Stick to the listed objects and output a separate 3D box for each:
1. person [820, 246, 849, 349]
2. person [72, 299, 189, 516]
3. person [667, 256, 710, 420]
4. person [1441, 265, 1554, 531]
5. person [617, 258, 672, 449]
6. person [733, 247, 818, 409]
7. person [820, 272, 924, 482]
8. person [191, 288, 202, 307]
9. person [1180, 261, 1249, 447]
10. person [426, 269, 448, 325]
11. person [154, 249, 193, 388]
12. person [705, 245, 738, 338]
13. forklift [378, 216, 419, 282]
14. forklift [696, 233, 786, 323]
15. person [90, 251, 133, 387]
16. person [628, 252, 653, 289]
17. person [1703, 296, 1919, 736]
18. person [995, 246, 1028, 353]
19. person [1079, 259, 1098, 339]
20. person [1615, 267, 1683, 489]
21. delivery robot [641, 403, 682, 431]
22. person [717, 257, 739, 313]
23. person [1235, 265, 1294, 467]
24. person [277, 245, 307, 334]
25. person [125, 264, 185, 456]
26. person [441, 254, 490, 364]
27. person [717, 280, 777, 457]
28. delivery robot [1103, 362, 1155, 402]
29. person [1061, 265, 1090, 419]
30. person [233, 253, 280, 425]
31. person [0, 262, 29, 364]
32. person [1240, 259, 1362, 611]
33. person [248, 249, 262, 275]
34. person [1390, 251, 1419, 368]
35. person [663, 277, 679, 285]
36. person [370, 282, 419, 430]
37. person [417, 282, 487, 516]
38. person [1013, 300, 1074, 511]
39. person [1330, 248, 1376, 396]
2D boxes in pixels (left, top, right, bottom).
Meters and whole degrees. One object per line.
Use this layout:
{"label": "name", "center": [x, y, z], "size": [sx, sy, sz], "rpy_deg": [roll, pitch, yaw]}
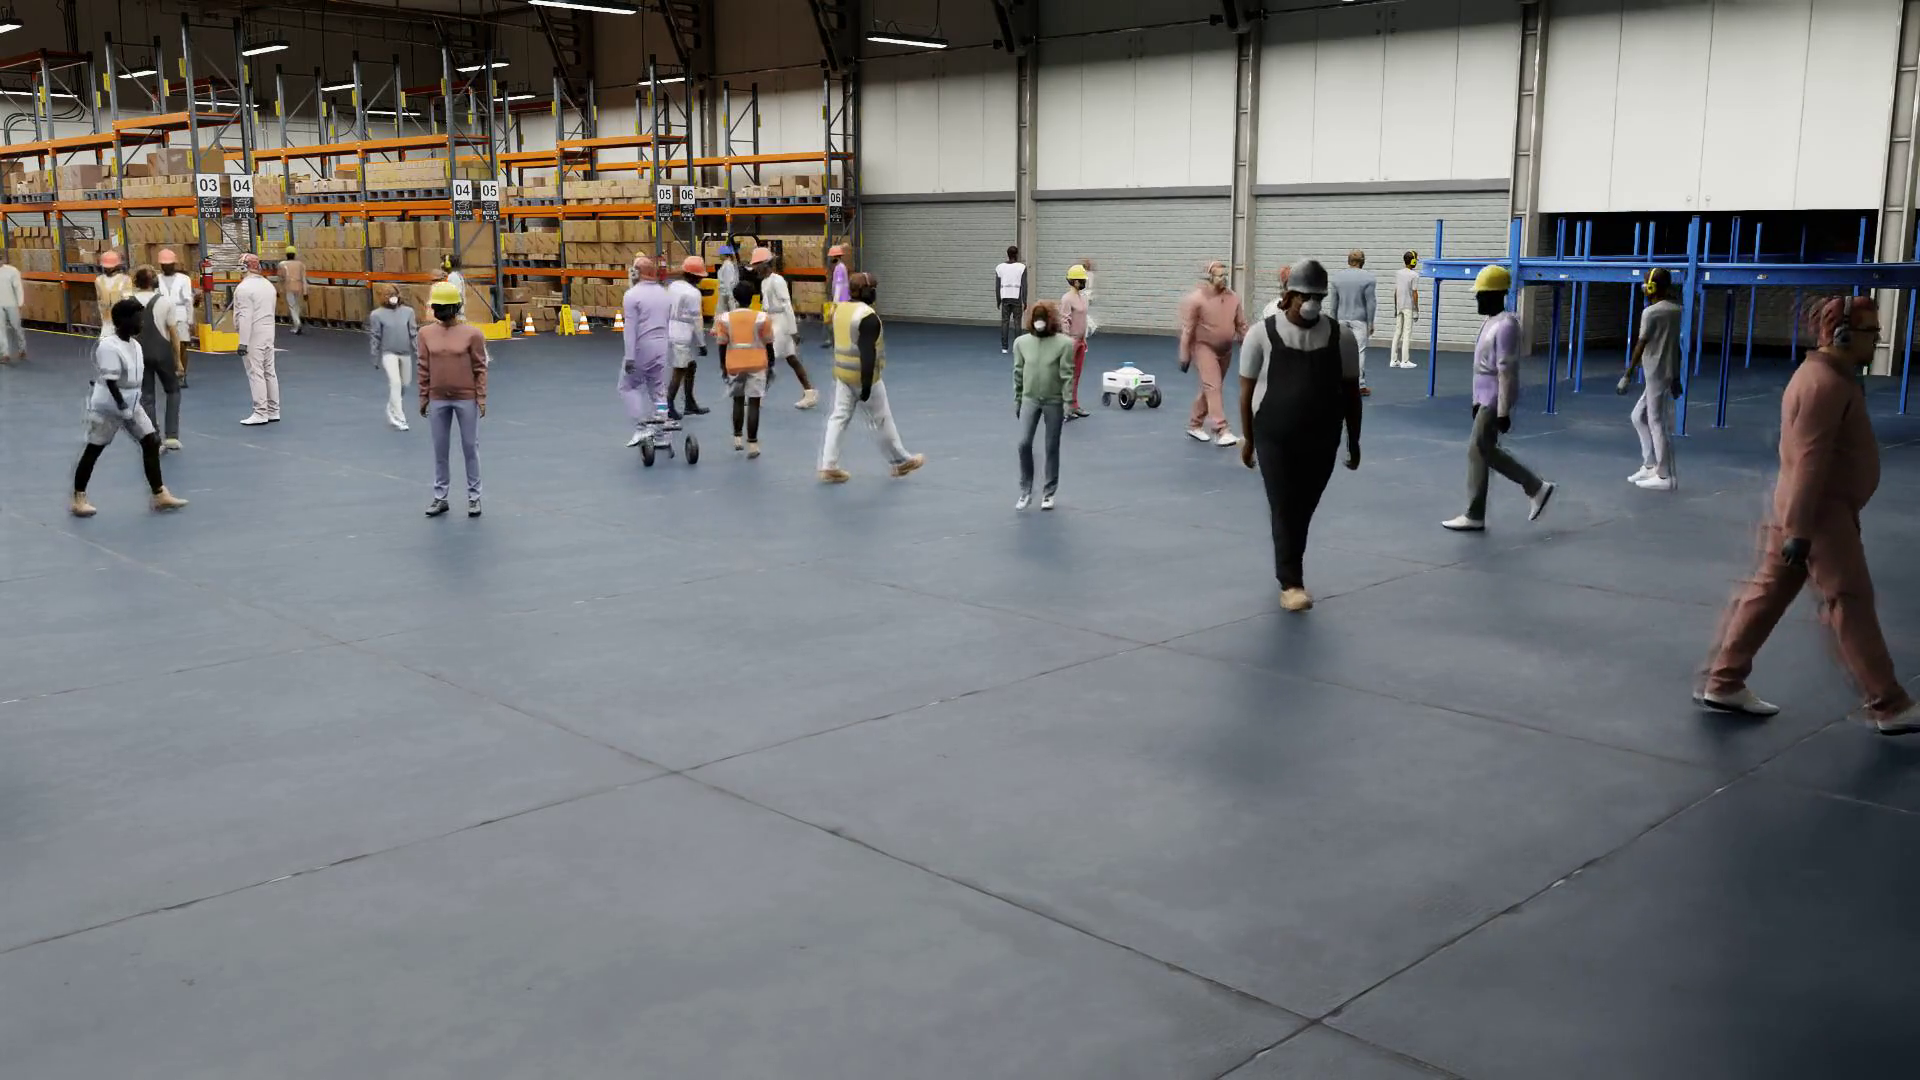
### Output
{"label": "person", "center": [-2.326, -4.466, 30.726], "size": [0.759, 1.909, 0.584], "rpy_deg": [-1, 10, -7]}
{"label": "person", "center": [-6.437, -1.016, 12.689], "size": [0.790, 1.633, 0.556], "rpy_deg": [1, 10, 6]}
{"label": "person", "center": [-3.127, -2.320, 19.137], "size": [0.702, 1.873, 0.636], "rpy_deg": [-6, 12, -31]}
{"label": "person", "center": [3.900, -1.016, 11.940], "size": [0.700, 1.905, 0.601], "rpy_deg": [2, 11, 12]}
{"label": "person", "center": [-3.132, -1.848, 16.522], "size": [0.514, 1.886, 0.673], "rpy_deg": [6, 12, 31]}
{"label": "person", "center": [-2.247, -2.564, 20.243], "size": [1.111, 1.949, 0.616], "rpy_deg": [-3, 11, -16]}
{"label": "person", "center": [-0.803, -1.412, 14.409], "size": [0.986, 1.785, 0.628], "rpy_deg": [-7, 13, -35]}
{"label": "person", "center": [-18.236, -6.111, 39.380], "size": [0.647, 2.026, 0.477], "rpy_deg": [-8, 13, -38]}
{"label": "person", "center": [2.586, -1.890, 16.866], "size": [0.639, 1.854, 1.010], "rpy_deg": [-7, 12, -32]}
{"label": "person", "center": [-7.978, -3.367, 25.599], "size": [0.764, 1.590, 0.526], "rpy_deg": [-6, 12, -30]}
{"label": "person", "center": [-10.933, -3.072, 23.123], "size": [0.543, 1.920, 0.426], "rpy_deg": [-3, 11, -16]}
{"label": "person", "center": [-4.793, -5.130, 34.391], "size": [0.979, 1.904, 0.619], "rpy_deg": [-4, 11, -21]}
{"label": "forklift", "center": [-17.868, -9.201, 54.028], "size": [1.873, 2.768, 1.129], "rpy_deg": [-10, 14, -44]}
{"label": "forklift", "center": [-5.496, -6.489, 41.108], "size": [2.313, 2.155, 1.214], "rpy_deg": [-10, 14, -44]}
{"label": "person", "center": [-11.685, -3.024, 22.952], "size": [0.545, 1.879, 0.927], "rpy_deg": [0, 10, -2]}
{"label": "person", "center": [-6.692, -5.161, 34.944], "size": [0.524, 1.760, 0.328], "rpy_deg": [2, 11, 8]}
{"label": "person", "center": [3.742, -0.106, 7.109], "size": [0.984, 1.850, 0.671], "rpy_deg": [4, 11, 23]}
{"label": "person", "center": [0.926, -4.338, 30.015], "size": [0.590, 1.919, 0.391], "rpy_deg": [3, 11, 18]}
{"label": "person", "center": [2.627, -4.941, 34.117], "size": [0.439, 1.625, 0.517], "rpy_deg": [7, 12, 32]}
{"label": "person", "center": [5.800, -1.355, 13.980], "size": [0.588, 1.843, 0.488], "rpy_deg": [10, 15, 44]}
{"label": "delivery robot", "center": [-2.788, -1.173, 15.628], "size": [0.335, 0.223, 0.698], "rpy_deg": [-4, 11, -23]}
{"label": "person", "center": [-5.136, -5.491, 36.880], "size": [0.486, 1.710, 0.830], "rpy_deg": [-1, 10, -6]}
{"label": "person", "center": [2.858, -1.517, 14.812], "size": [0.831, 1.859, 0.580], "rpy_deg": [7, 13, 34]}
{"label": "person", "center": [-14.296, -5.367, 35.690], "size": [0.589, 1.900, 0.802], "rpy_deg": [-10, 14, -43]}
{"label": "person", "center": [-7.763, -1.738, 16.069], "size": [0.540, 1.830, 0.560], "rpy_deg": [-2, 11, -10]}
{"label": "person", "center": [-8.017, -3.635, 26.486], "size": [1.017, 1.823, 0.525], "rpy_deg": [-2, 11, -11]}
{"label": "person", "center": [-2.048, -1.659, 16.076], "size": [0.546, 1.679, 0.592], "rpy_deg": [1, 10, 6]}
{"label": "delivery robot", "center": [2.093, -1.961, 20.622], "size": [0.477, 0.478, 0.707], "rpy_deg": [-6, 13, -32]}
{"label": "person", "center": [1.352, -2.310, 19.372], "size": [0.314, 1.767, 0.534], "rpy_deg": [6, 12, 29]}
{"label": "person", "center": [-7.940, -2.257, 18.700], "size": [0.403, 1.906, 0.651], "rpy_deg": [1, 10, 6]}
{"label": "person", "center": [-16.031, -3.933, 27.924], "size": [0.663, 1.891, 1.000], "rpy_deg": [-3, 11, -14]}
{"label": "person", "center": [1.983, -0.656, 9.719], "size": [0.685, 2.000, 1.062], "rpy_deg": [-1, 10, -3]}
{"label": "person", "center": [-15.248, -5.326, 35.615], "size": [0.430, 1.843, 0.626], "rpy_deg": [6, 12, 30]}
{"label": "person", "center": [7.178, -3.710, 26.763], "size": [0.326, 1.865, 0.517], "rpy_deg": [-6, 12, -29]}
{"label": "person", "center": [-7.025, -6.185, 40.200], "size": [1.034, 1.889, 0.644], "rpy_deg": [10, 14, 44]}
{"label": "person", "center": [-6.241, -2.040, 18.346], "size": [0.500, 1.606, 0.729], "rpy_deg": [-10, 14, -43]}
{"label": "person", "center": [-3.839, -1.064, 12.585], "size": [0.526, 1.765, 0.329], "rpy_deg": [0, 10, 2]}
{"label": "person", "center": [0.629, -1.027, 12.779], "size": [0.503, 1.613, 0.563], "rpy_deg": [3, 11, 14]}
{"label": "person", "center": [5.203, -2.886, 22.043], "size": [0.628, 1.939, 0.375], "rpy_deg": [8, 13, 37]}
